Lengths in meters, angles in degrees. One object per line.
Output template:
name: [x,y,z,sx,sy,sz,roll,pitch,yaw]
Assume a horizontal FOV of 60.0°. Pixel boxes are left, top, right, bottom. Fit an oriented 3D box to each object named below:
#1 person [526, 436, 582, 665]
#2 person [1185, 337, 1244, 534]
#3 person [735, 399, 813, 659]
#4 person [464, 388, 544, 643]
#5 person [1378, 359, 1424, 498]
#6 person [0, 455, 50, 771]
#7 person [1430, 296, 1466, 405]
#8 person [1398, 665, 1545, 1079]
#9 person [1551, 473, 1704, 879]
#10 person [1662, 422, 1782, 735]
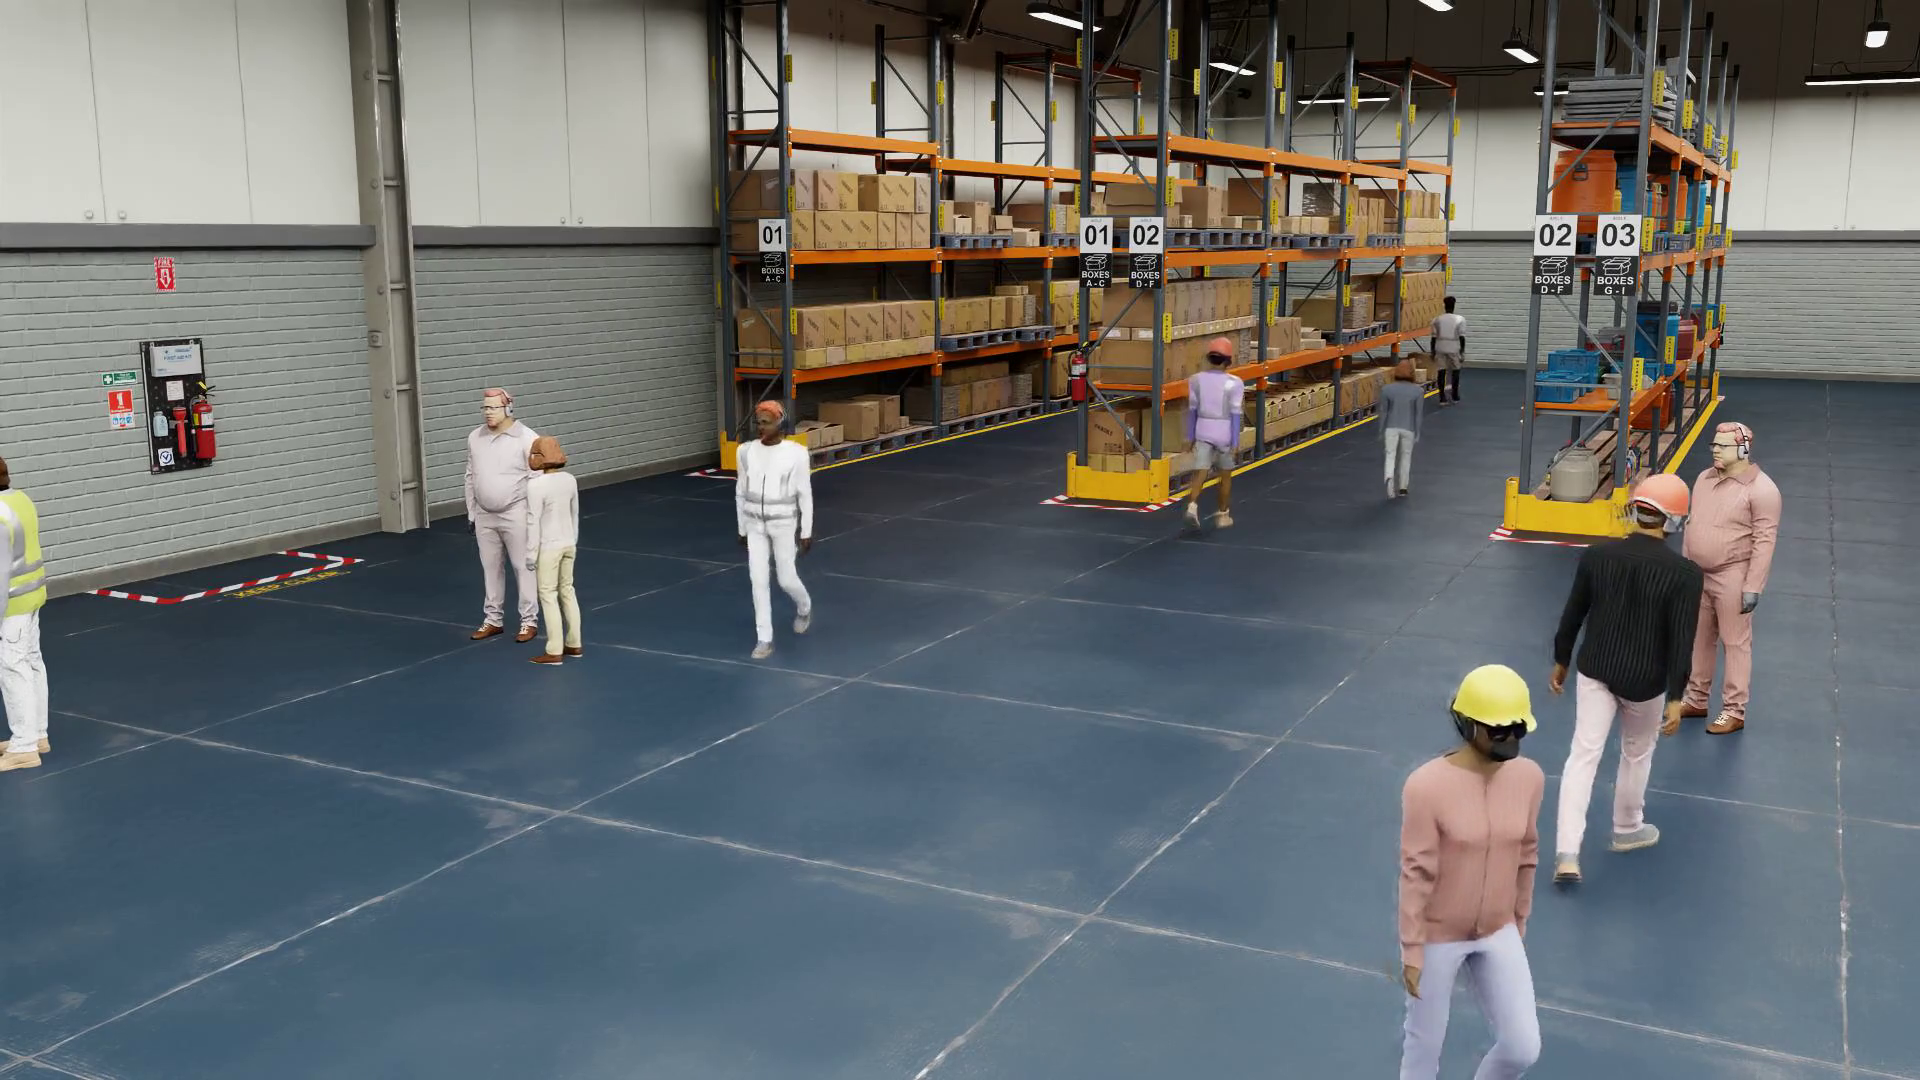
person: [-2.890,0.073,11.829,0.282,1.626,0.512,5,11,24]
person: [2.578,-1.064,16.982,0.616,2.014,0.952,6,12,30]
person: [-1.338,-0.103,12.143,0.583,1.864,0.712,3,11,16]
person: [-3.425,-0.183,12.456,0.642,1.908,0.407,3,11,15]
person: [5.088,-1.278,19.246,0.506,1.613,0.695,3,11,18]
person: [-5.465,0.395,9.501,0.430,1.837,0.619,-3,11,-14]
person: [8.805,-3.414,29.934,0.642,1.946,0.709,6,12,28]
person: [1.573,1.231,5.179,0.542,1.754,0.415,-3,11,-15]
person: [3.114,0.645,7.896,0.703,1.935,1.038,10,14,42]
person: [4.666,0.227,10.217,0.410,1.909,0.643,-4,11,-20]
